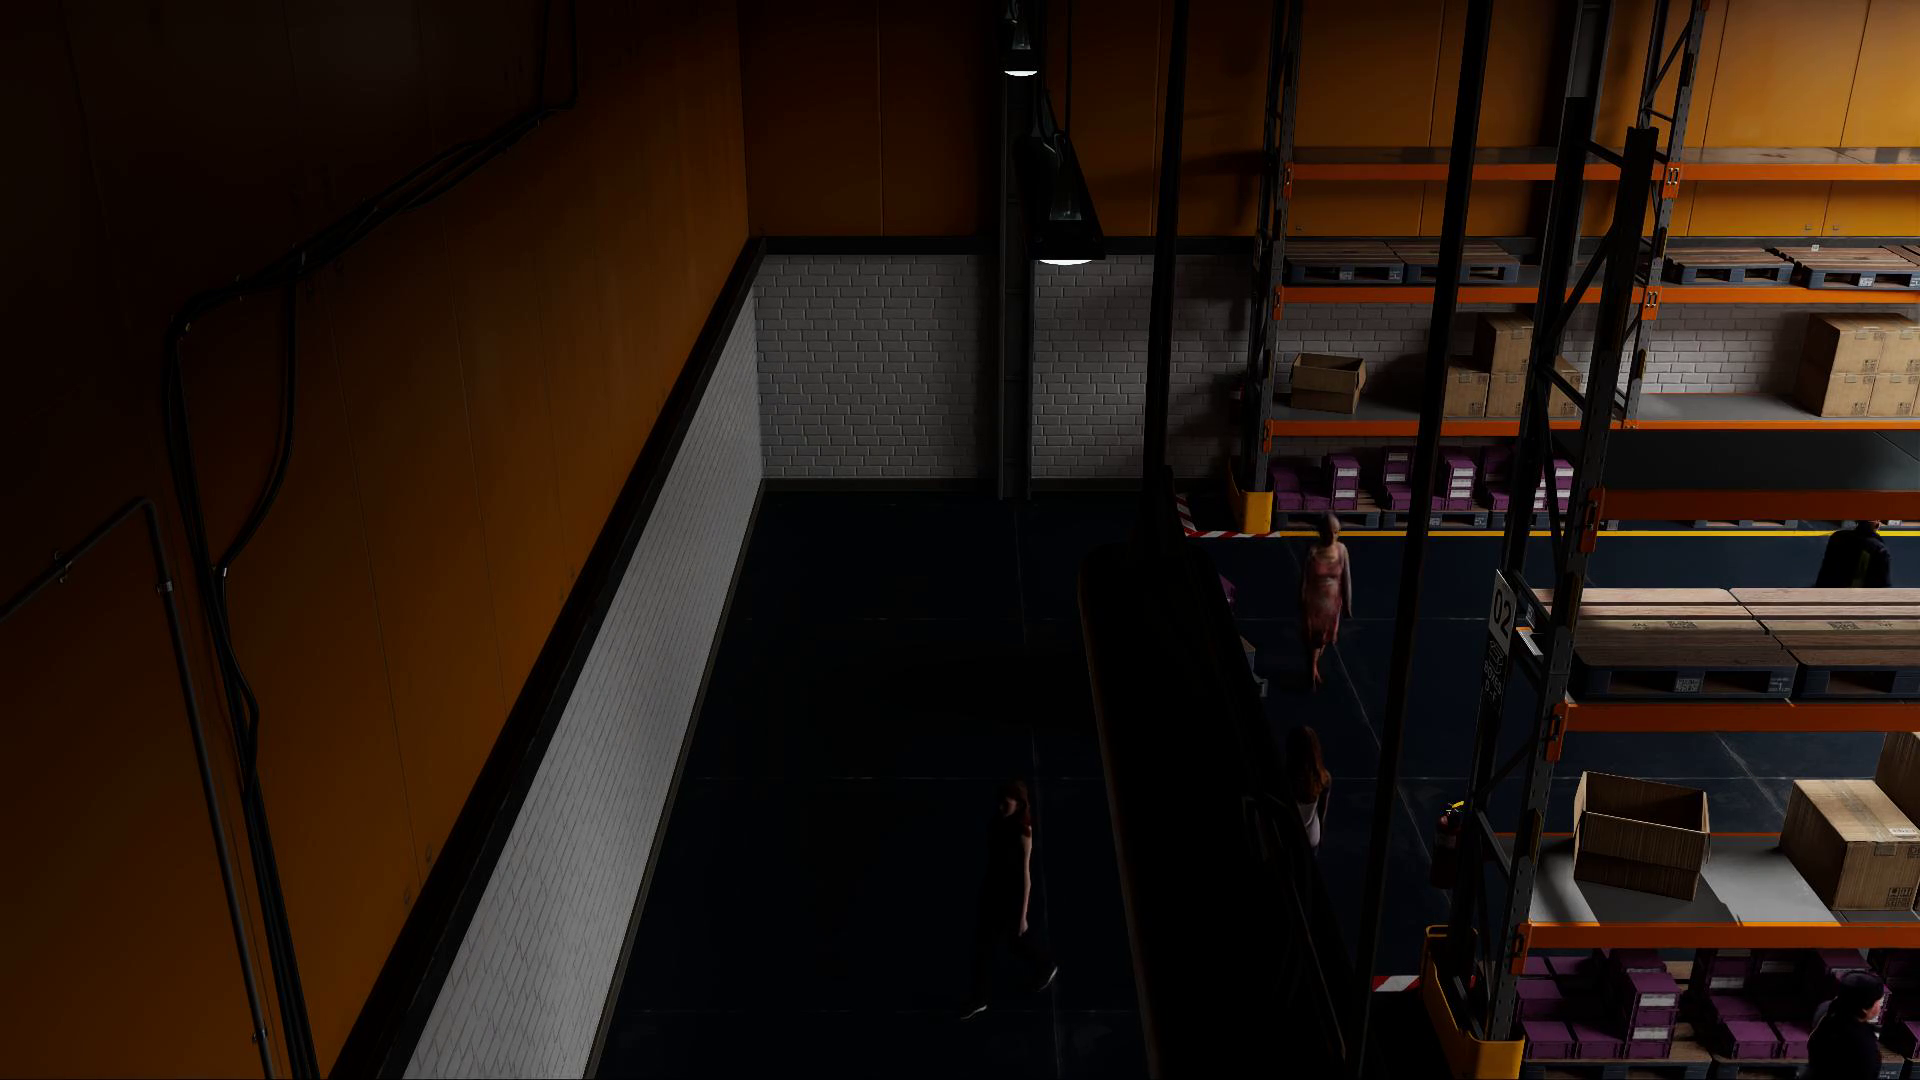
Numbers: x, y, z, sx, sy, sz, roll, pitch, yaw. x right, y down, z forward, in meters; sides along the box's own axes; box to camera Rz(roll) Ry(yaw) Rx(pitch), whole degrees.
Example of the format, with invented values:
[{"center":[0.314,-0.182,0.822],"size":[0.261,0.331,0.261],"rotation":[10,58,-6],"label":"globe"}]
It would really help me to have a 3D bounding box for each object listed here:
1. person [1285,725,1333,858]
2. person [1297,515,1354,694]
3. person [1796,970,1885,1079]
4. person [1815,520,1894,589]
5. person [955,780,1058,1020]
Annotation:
[{"center":[2.327,2.081,11.557],"size":[0.510,1.727,0.676],"rotation":[-3,24,-6],"label":"person"},{"center":[3.278,0.520,15.193],"size":[0.658,1.676,0.705],"rotation":[-3,24,-7],"label":"person"},{"center":[4.766,3.132,9.235],"size":[0.823,1.661,0.728],"rotation":[1,24,3],"label":"person"},{"center":[7.923,0.558,14.919],"size":[1.269,1.825,1.098],"rotation":[-12,26,-26],"label":"person"},{"center":[0.396,2.335,10.997],"size":[1.111,1.711,1.045],"rotation":[-21,31,-40],"label":"person"}]
